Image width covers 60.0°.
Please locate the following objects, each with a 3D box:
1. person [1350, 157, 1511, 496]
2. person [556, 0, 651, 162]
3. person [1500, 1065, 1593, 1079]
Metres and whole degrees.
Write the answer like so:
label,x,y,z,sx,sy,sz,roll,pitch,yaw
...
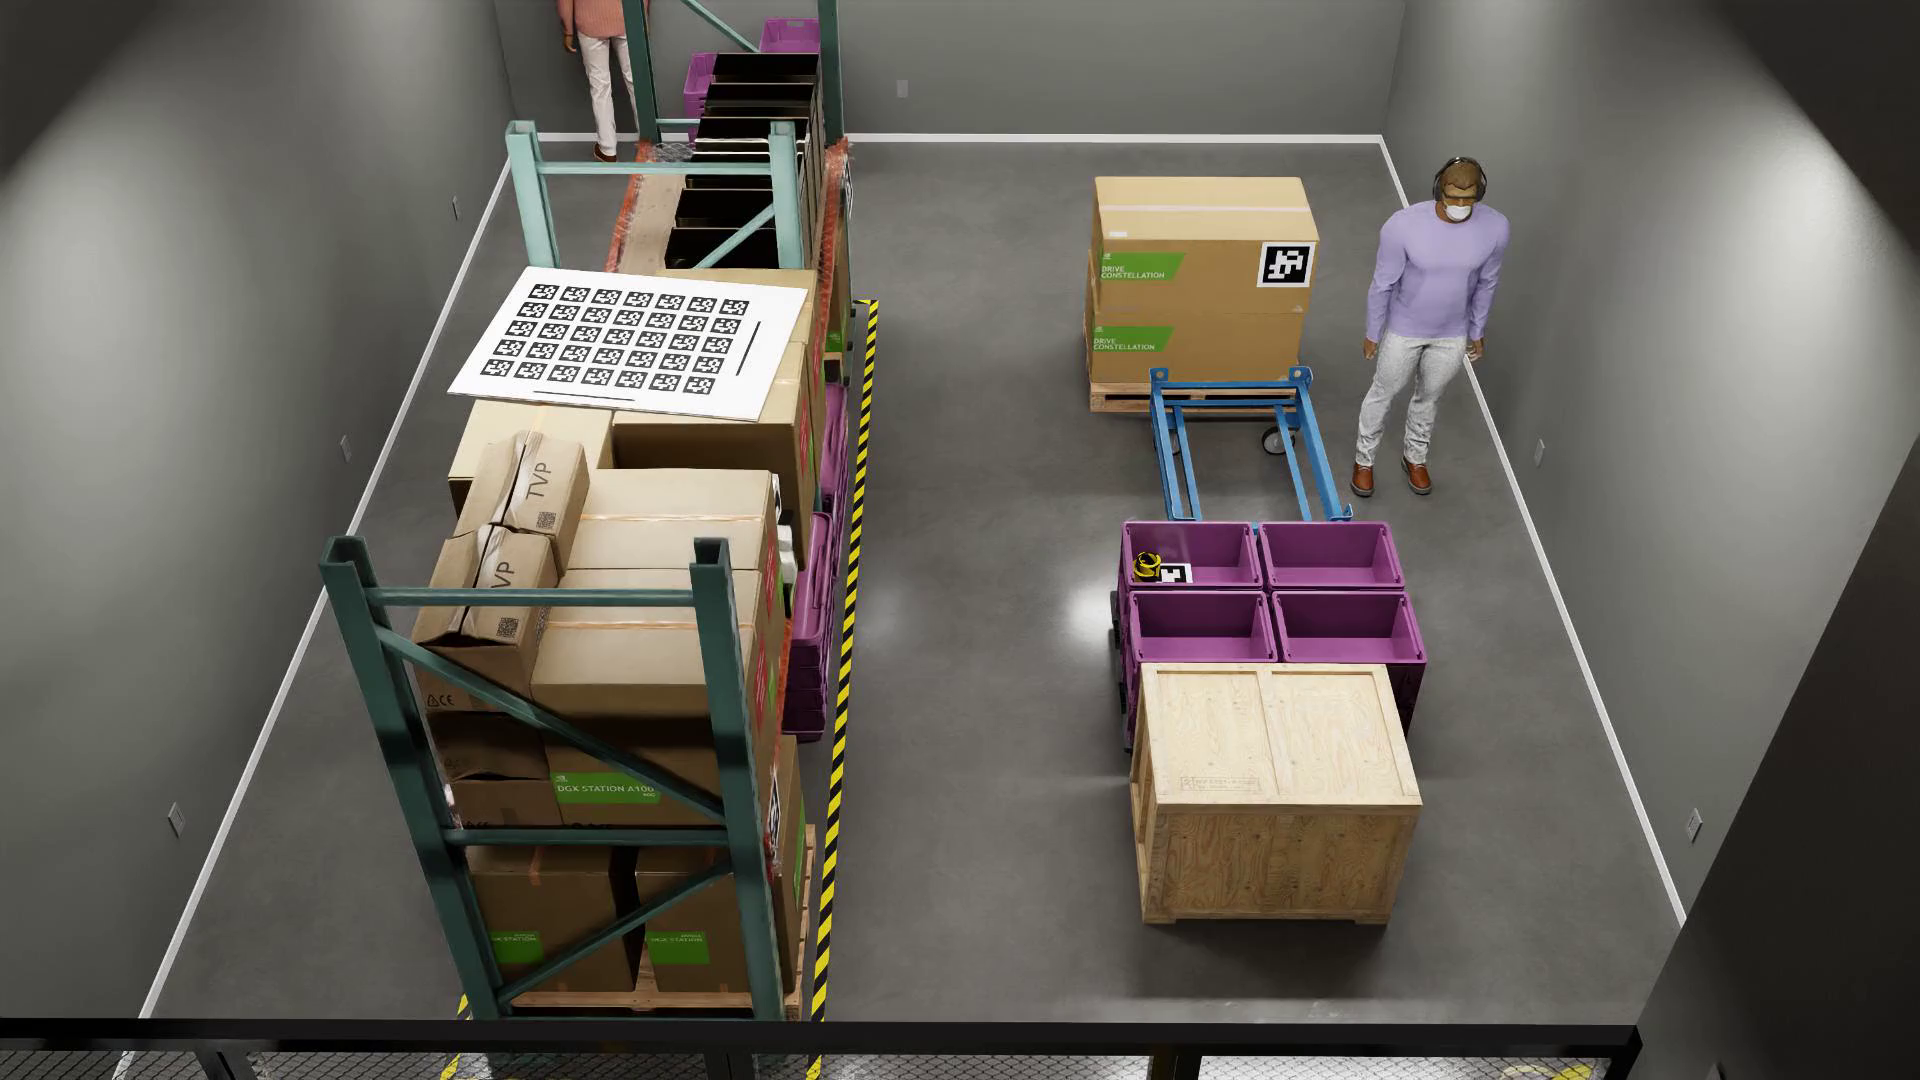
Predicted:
label,x,y,z,sx,sy,sz,roll,pitch,yaw
person,2.328,-1.053,8.314,0.633,1.938,0.356,-1,41,-1
person,-2.341,-3.425,10.976,0.611,1.996,0.378,-15,44,-17
person,1.621,2.068,4.834,0.404,1.829,0.600,5,41,6
